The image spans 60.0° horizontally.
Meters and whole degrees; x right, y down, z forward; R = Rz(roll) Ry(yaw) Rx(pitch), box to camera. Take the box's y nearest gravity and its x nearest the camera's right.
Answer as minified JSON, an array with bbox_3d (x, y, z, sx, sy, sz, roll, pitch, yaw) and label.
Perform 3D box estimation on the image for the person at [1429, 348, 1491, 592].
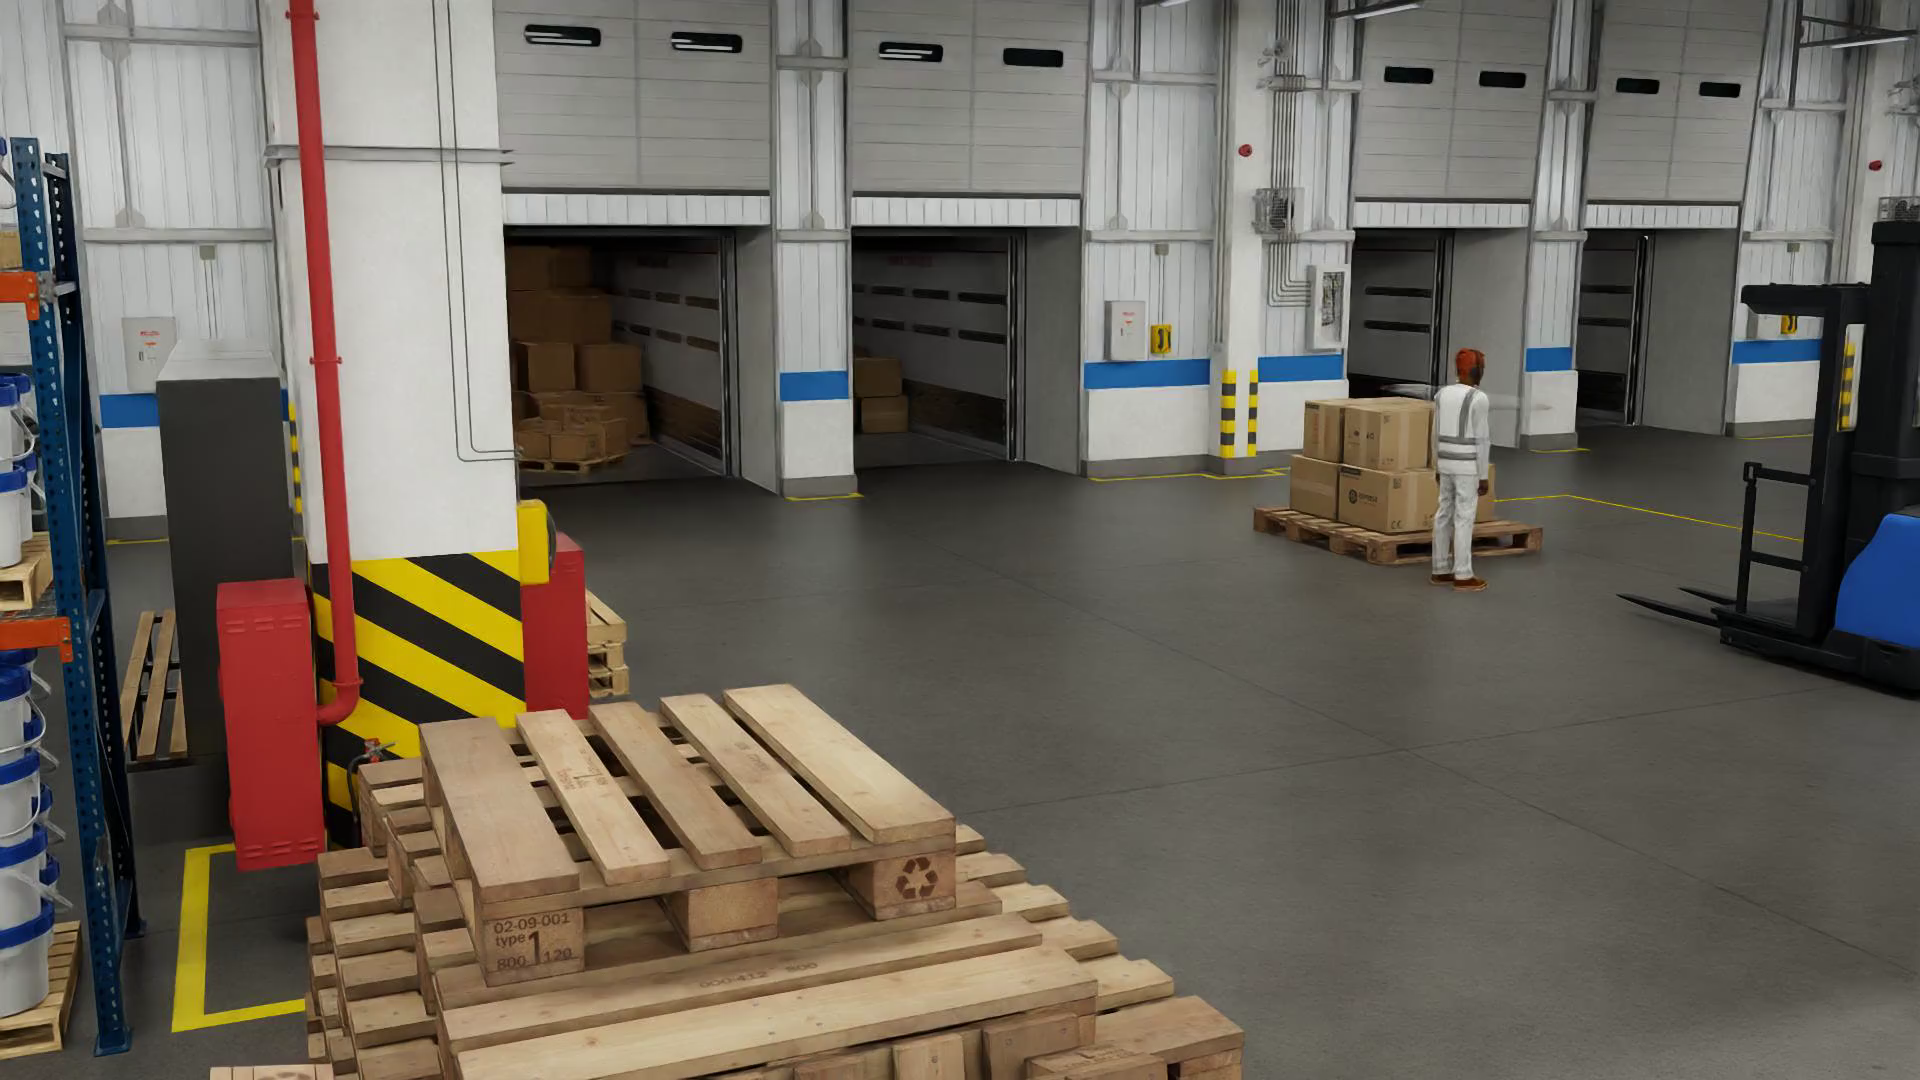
[{"bbox_3d":[3.895,-0.543,12.923,0.337,1.883,0.584,-4,11,-23],"label":"person"}]

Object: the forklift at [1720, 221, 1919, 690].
[{"bbox_3d":[5.949,-0.550,10.218,1.129,2.768,1.873,-4,11,-23],"label":"forklift"}]
